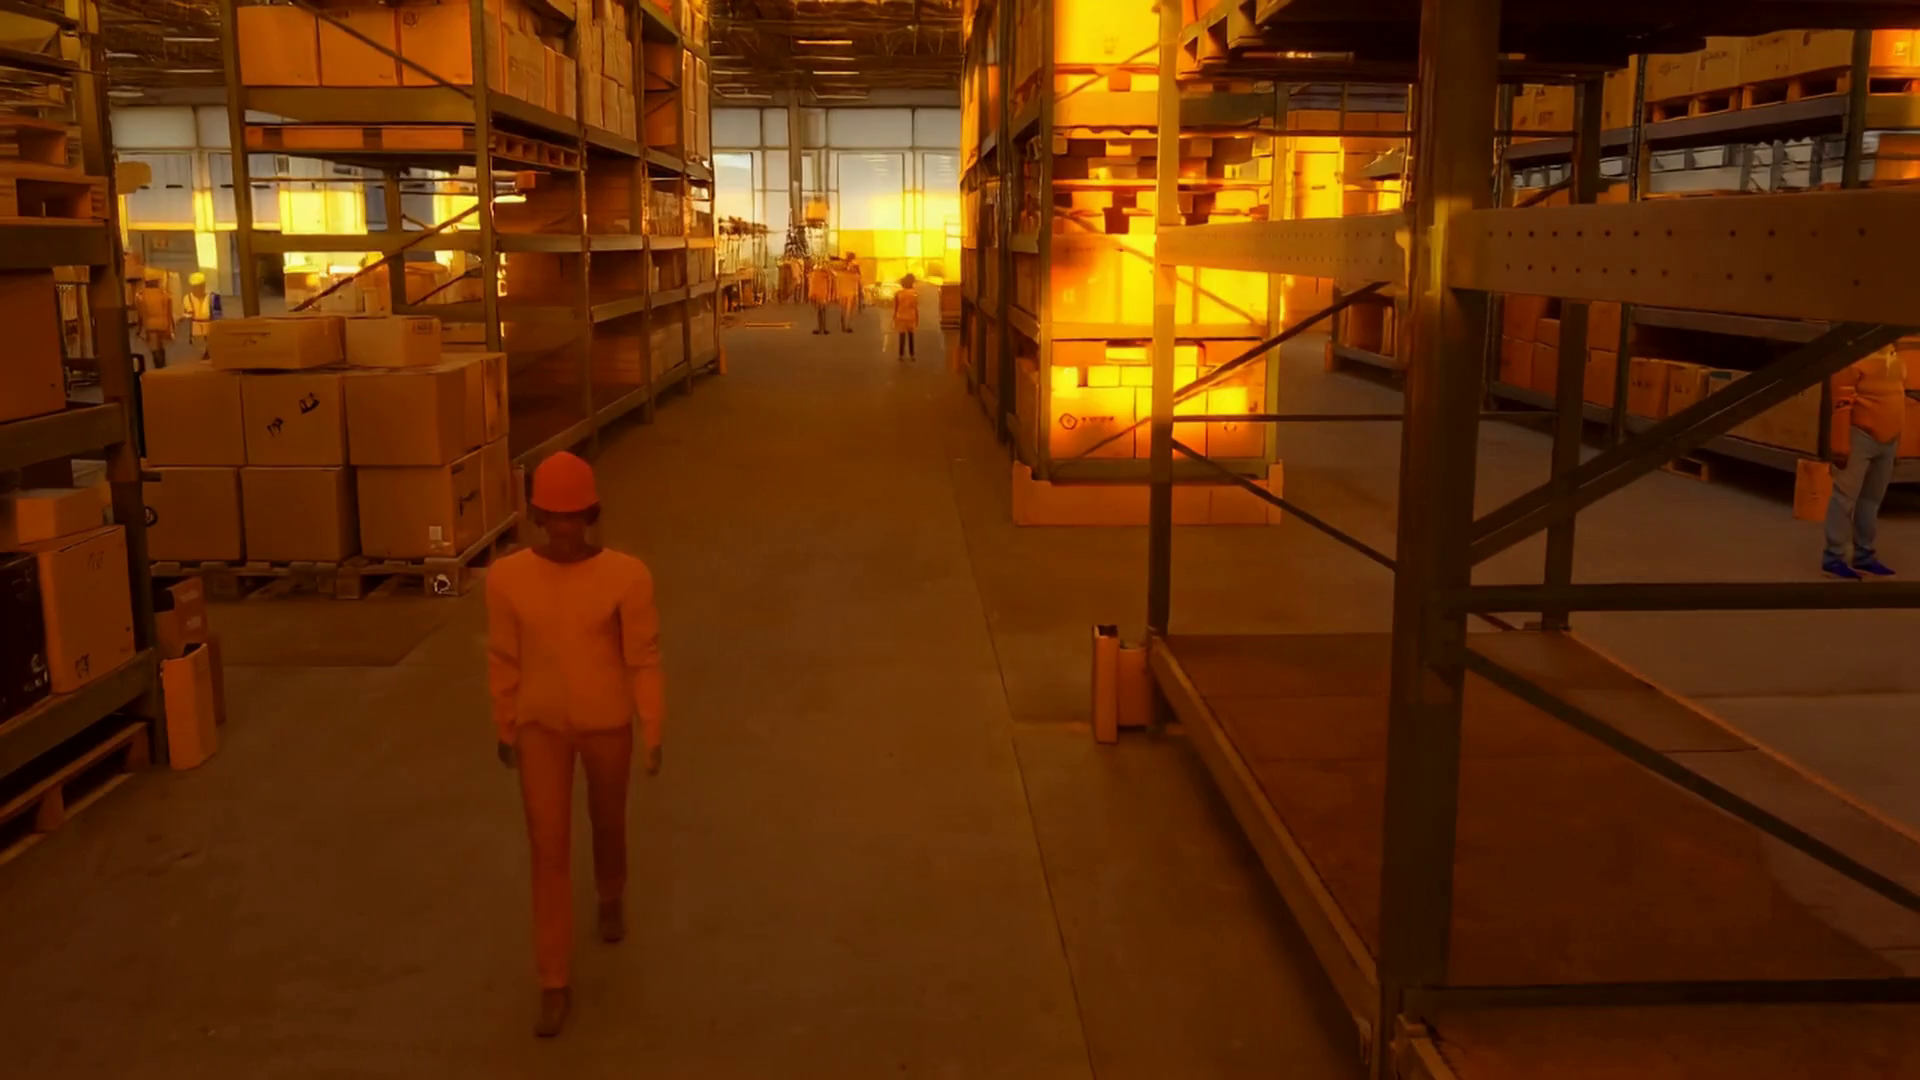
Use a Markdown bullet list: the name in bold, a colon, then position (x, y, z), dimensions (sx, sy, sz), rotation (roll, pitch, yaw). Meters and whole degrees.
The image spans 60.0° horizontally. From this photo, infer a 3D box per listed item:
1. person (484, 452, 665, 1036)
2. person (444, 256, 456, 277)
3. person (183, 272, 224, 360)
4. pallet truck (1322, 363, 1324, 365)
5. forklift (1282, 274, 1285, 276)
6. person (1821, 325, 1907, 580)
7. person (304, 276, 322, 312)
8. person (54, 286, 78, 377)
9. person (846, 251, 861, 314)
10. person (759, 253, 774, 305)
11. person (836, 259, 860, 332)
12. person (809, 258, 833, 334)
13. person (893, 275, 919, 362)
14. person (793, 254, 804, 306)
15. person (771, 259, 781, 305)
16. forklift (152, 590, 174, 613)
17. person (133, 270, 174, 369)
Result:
- **person**: position (-1.200, 0.560, 5.250), dimensions (0.538, 1.716, 0.918), rotation (-2, 10, -8)
- **person**: position (-18.014, -9.099, 58.719), dimensions (0.430, 1.839, 0.619), rotation (-2, 10, -9)
- **person**: position (-11.538, -3.135, 25.359), dimensions (0.543, 1.875, 1.022), rotation (-1, 10, -6)
- **pallet truck**: position (7.712, -4.157, 30.737), dimensions (1.885, 1.965, 0.823), rotation (3, 11, 16)
- **forklift**: position (12.135, -10.832, 65.467), dimensions (1.129, 2.768, 1.873), rotation (0, 10, -2)
- **person**: position (6.340, -0.669, 11.594), dimensions (0.642, 1.900, 0.400), rotation (-4, 11, -23)
- **person**: position (-13.646, -4.760, 35.157), dimensions (0.334, 1.622, 0.555), rotation (0, 10, 2)
- **person**: position (-15.767, -3.640, 29.002), dimensions (0.873, 1.591, 0.494), rotation (7, 12, 33)
- **person**: position (-3.532, -8.350, 53.976), dimensions (0.536, 2.000, 0.681), rotation (6, 12, 32)
- **person**: position (-7.102, -9.593, 61.221), dimensions (0.425, 1.925, 0.642), rotation (10, 14, 44)
- **person**: position (-2.935, -6.371, 43.346), dimensions (0.635, 1.908, 0.675), rotation (-2, 10, -12)
- **person**: position (-3.542, -6.199, 42.277), dimensions (0.631, 1.940, 0.369), rotation (3, 11, 16)
- **person**: position (-1.035, -4.330, 32.538), dimensions (0.540, 1.696, 0.317), rotation (4, 11, 24)
- **person**: position (-5.946, -9.564, 61.180), dimensions (0.433, 1.887, 0.627), rotation (1, 10, 3)
- **person**: position (-6.850, -9.532, 61.531), dimensions (0.321, 1.693, 0.530), rotation (7, 12, 33)
- **forklift**: position (-5.858, -0.811, 9.639), dimensions (1.873, 2.768, 1.129), rotation (-1, 10, -3)
- **person**: position (-13.021, -3.404, 26.832), dimensions (0.550, 1.884, 0.993), rotation (-9, 13, -40)
